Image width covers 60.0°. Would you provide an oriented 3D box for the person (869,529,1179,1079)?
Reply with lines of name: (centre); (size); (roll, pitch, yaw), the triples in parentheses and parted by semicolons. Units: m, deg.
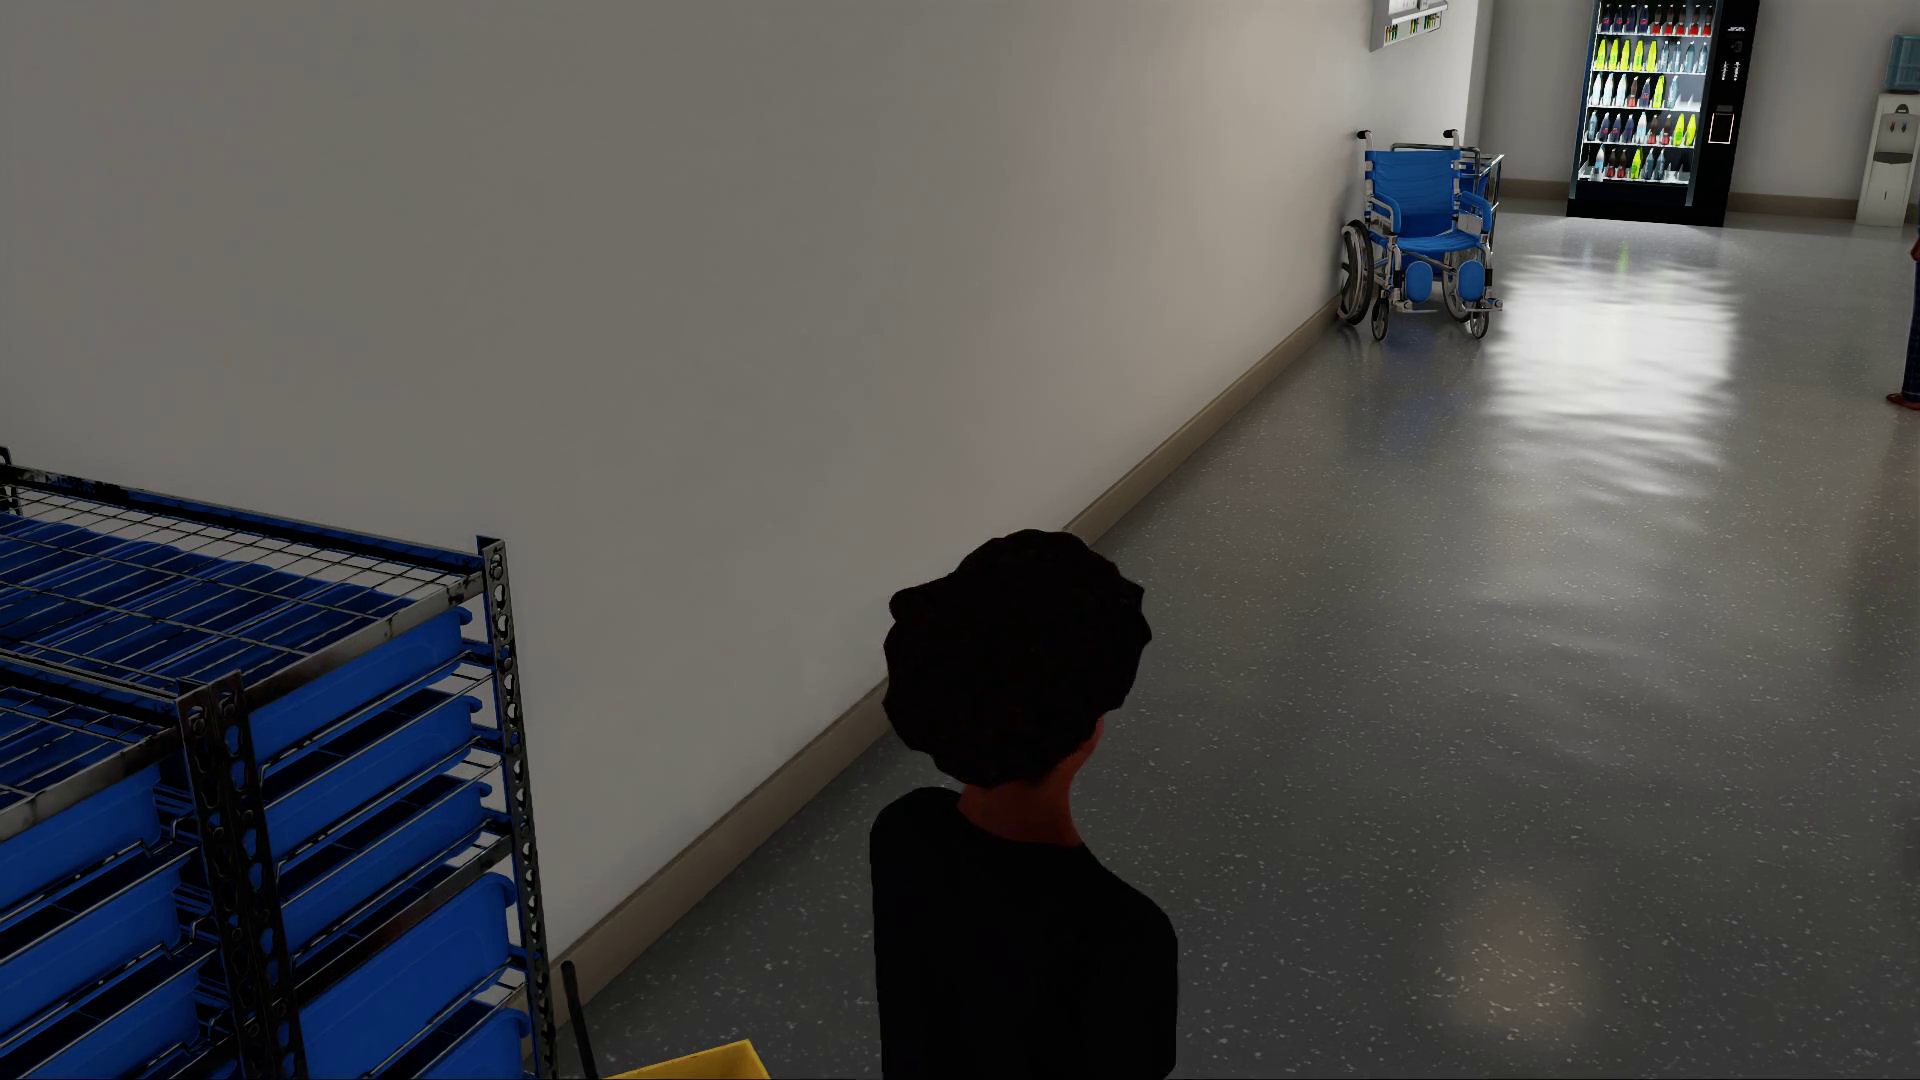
person: (-0.002, 0.886, 1.968); (1.143, 1.767, 0.884); (16, 26, 36)
